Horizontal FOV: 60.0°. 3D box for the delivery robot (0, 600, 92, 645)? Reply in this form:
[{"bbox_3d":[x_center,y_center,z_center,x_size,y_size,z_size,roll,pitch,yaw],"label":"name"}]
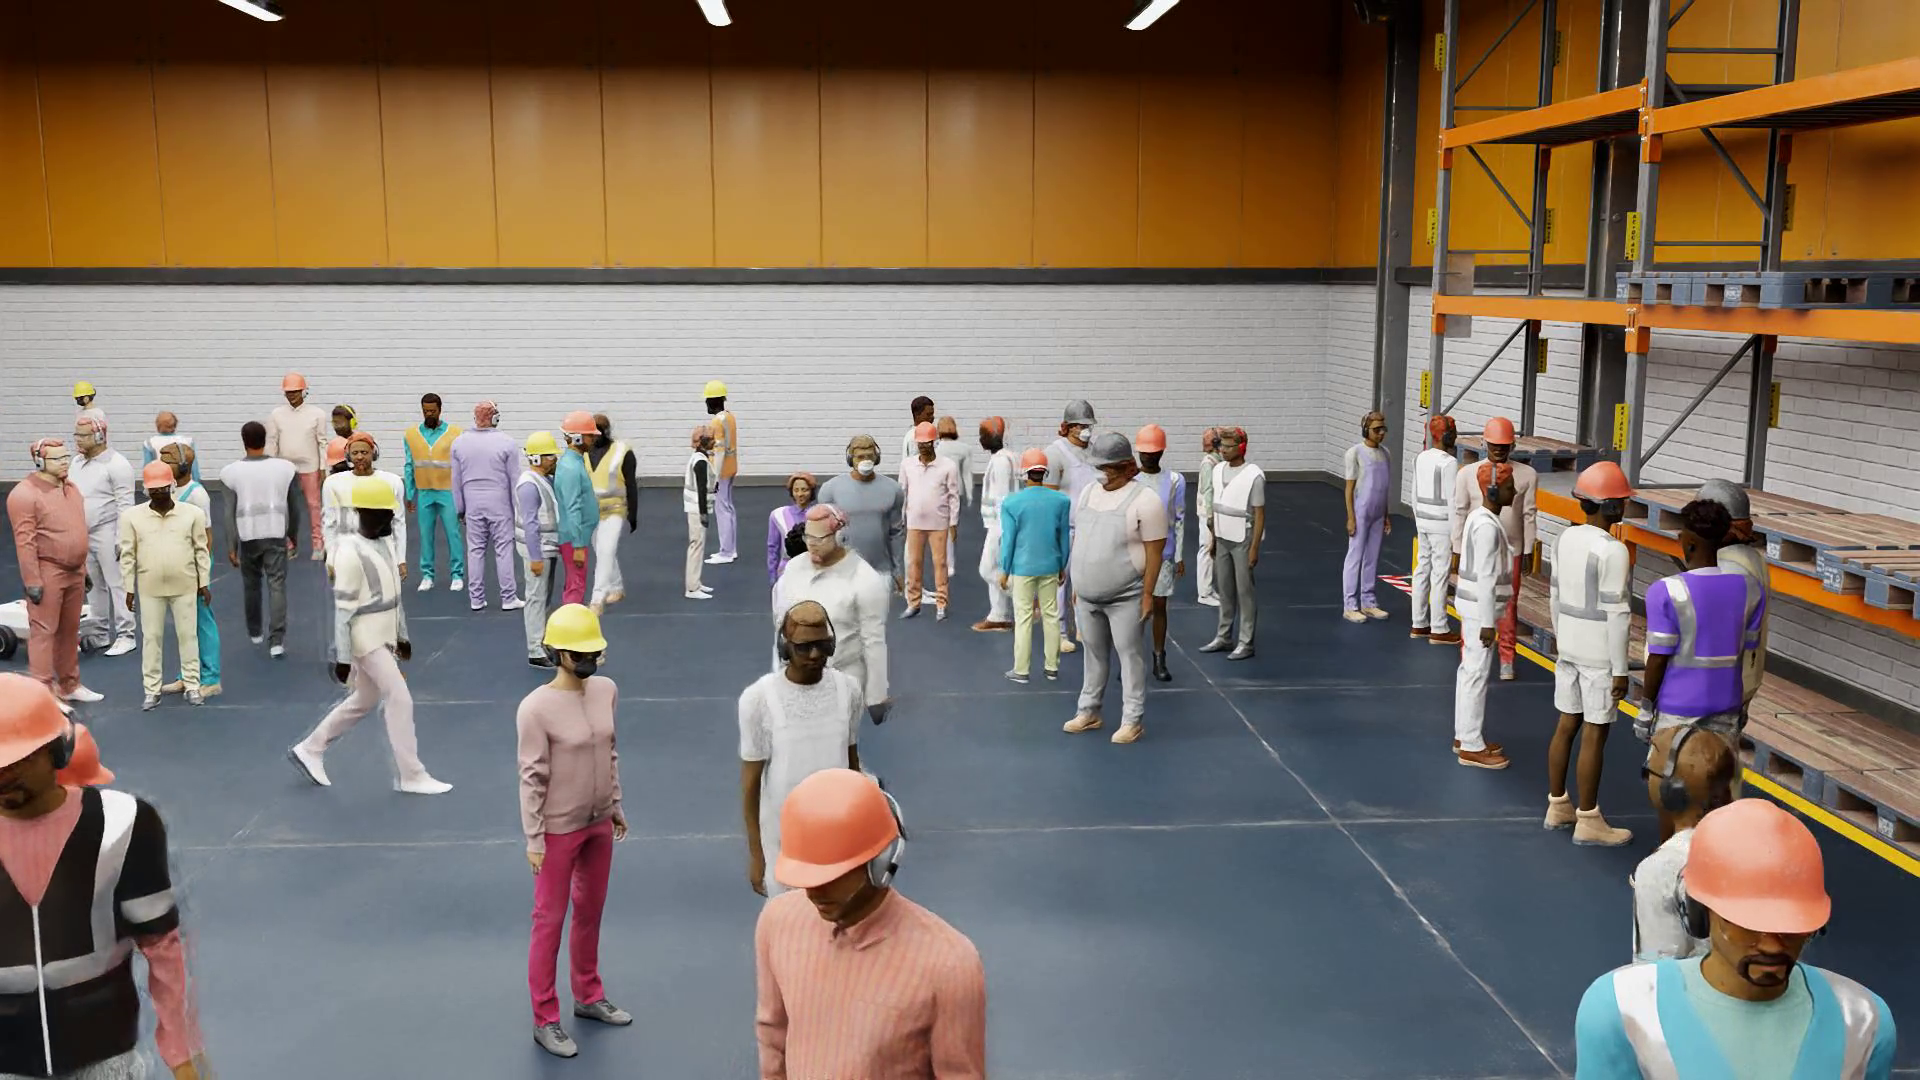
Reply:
[{"bbox_3d":[-7.237,0.615,13.154,0.707,0.478,0.477,3,10,21],"label":"delivery robot"}]

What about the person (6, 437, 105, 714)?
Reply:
[{"bbox_3d":[-6.269,0.239,11.575,0.403,1.911,0.637,1,9,7],"label":"person"}]

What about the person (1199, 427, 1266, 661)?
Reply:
[{"bbox_3d":[2.191,0.024,13.130,0.393,1.841,0.564,-5,10,-30],"label":"person"}]

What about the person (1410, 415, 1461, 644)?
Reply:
[{"bbox_3d":[3.937,-0.085,13.693,0.355,1.882,0.575,-3,10,-19],"label":"person"}]

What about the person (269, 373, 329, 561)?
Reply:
[{"bbox_3d":[-7.003,-0.769,17.630,0.611,1.995,0.375,-1,9,-5],"label":"person"}]

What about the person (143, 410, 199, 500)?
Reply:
[{"bbox_3d":[-8.261,-0.550,17.427,0.521,1.618,0.686,-2,9,-12],"label":"person"}]

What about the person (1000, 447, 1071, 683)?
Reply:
[{"bbox_3d":[0.549,0.186,12.388,0.563,1.752,0.328,-4,10,-22],"label":"person"}]

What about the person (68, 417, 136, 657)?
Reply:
[{"bbox_3d":[-6.871,-0.028,13.262,0.643,1.907,0.410,4,10,23],"label":"person"}]

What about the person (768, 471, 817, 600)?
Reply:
[{"bbox_3d":[-1.116,0.320,11.902,0.515,1.641,0.314,-1,9,-3],"label":"person"}]

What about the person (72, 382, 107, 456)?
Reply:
[{"bbox_3d":[-10.438,-1.021,19.967,0.526,1.761,0.339,5,10,30],"label":"person"}]

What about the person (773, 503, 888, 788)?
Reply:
[{"bbox_3d":[-0.636,0.725,8.614,0.650,1.875,0.754,7,12,38],"label":"person"}]

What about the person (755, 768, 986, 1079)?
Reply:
[{"bbox_3d":[-0.229,1.455,3.773,0.631,1.969,0.449,6,11,31],"label":"person"}]

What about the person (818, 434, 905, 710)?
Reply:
[{"bbox_3d":[-0.674,0.230,11.531,0.627,1.941,0.370,-3,10,-20],"label":"person"}]

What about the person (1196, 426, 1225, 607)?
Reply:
[{"bbox_3d":[2.323,-0.221,15.296,0.307,1.642,0.511,3,9,16],"label":"person"}]

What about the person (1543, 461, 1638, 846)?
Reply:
[{"bbox_3d":[3.385,0.602,8.872,0.375,2.043,0.611,-2,9,-12],"label":"person"}]

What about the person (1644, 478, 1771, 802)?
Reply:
[{"bbox_3d":[3.675,0.702,8.248,0.537,2.000,0.683,7,12,38],"label":"person"}]

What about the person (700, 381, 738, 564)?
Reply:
[{"bbox_3d":[-2.530,-0.709,17.469,0.374,1.924,0.594,1,9,5],"label":"person"}]

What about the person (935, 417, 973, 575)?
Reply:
[{"bbox_3d":[-0.155,-0.462,16.992,0.505,1.580,0.885,-3,10,-19],"label":"person"}]

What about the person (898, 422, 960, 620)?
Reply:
[{"bbox_3d":[-0.290,-0.168,14.607,0.572,1.750,0.330,2,9,14],"label":"person"}]

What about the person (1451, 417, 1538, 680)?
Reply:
[{"bbox_3d":[3.982,0.070,12.419,0.607,1.987,0.414,2,9,9],"label":"person"}]

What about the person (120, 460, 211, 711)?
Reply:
[{"bbox_3d":[-5.532,0.311,11.604,0.570,1.749,0.342,-4,10,-25],"label":"person"}]

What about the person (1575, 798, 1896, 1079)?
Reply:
[{"bbox_3d":[1.499,1.494,3.268,0.614,2.043,0.374,0,9,1],"label":"person"}]

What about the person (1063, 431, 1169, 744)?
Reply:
[{"bbox_3d":[0.967,0.296,10.802,0.673,2.000,0.536,8,12,42],"label":"person"}]

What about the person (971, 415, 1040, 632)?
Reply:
[{"bbox_3d":[0.389,-0.121,13.963,0.538,1.866,0.596,1,9,7],"label":"person"}]

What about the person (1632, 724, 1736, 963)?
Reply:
[{"bbox_3d":[2.054,1.400,4.639,0.506,1.802,0.973,-4,10,-22],"label":"person"}]

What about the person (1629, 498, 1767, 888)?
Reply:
[{"bbox_3d":[3.547,0.773,8.035,0.607,1.967,0.367,-2,9,-12],"label":"person"}]

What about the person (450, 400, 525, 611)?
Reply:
[{"bbox_3d":[-4.234,-0.306,15.003,0.652,1.906,0.403,1,9,6],"label":"person"}]

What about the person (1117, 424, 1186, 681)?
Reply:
[{"bbox_3d":[1.407,0.100,12.363,0.549,1.934,0.374,0,9,-1],"label":"person"}]

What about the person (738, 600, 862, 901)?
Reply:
[{"bbox_3d":[-0.573,1.127,6.251,0.502,1.826,0.568,-4,10,-22],"label":"person"}]

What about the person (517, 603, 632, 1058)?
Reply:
[{"bbox_3d":[-1.495,1.114,6.524,0.326,1.767,0.533,5,10,30],"label":"person"}]

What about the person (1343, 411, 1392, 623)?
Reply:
[{"bbox_3d":[3.578,-0.204,14.555,0.506,1.846,0.346,-6,11,-34],"label":"person"}]

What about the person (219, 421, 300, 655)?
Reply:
[{"bbox_3d":[-5.611,-0.024,13.394,0.589,1.861,1.033,-4,10,-23],"label":"person"}]

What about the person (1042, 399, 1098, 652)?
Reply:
[{"bbox_3d":[0.979,-0.125,13.442,0.689,2.000,0.539,-8,12,-42],"label":"person"}]

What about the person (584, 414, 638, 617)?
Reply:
[{"bbox_3d":[-3.233,-0.248,15.018,0.635,1.797,0.969,2,9,14],"label":"person"}]

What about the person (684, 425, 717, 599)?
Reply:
[{"bbox_3d":[-2.434,-0.265,15.638,0.321,1.628,0.529,-1,9,-7],"label":"person"}]

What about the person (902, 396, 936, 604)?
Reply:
[{"bbox_3d":[-0.388,-0.371,15.384,0.392,1.916,0.587,0,9,-2],"label":"person"}]

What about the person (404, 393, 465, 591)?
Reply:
[{"bbox_3d":[-5.021,-0.460,15.966,0.592,1.911,0.383,0,9,-2],"label":"person"}]

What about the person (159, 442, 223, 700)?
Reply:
[{"bbox_3d":[-5.533,0.219,11.898,0.506,1.846,0.344,7,11,35],"label":"person"}]

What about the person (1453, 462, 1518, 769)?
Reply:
[{"bbox_3d":[3.251,0.454,10.305,0.360,1.882,0.575,2,9,14],"label":"person"}]

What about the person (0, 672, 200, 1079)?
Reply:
[{"bbox_3d":[-2.372,1.331,4.408,0.648,2.033,0.494,-4,10,-23],"label":"person"}]

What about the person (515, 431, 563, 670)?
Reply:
[{"bbox_3d":[-3.218,0.071,12.859,0.404,1.835,0.590,0,9,-1],"label":"person"}]

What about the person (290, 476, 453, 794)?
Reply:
[{"bbox_3d":[-3.484,0.555,9.669,0.931,1.888,0.586,0,9,0],"label":"person"}]

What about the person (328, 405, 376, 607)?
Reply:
[{"bbox_3d":[-5.557,-0.307,15.171,0.573,1.859,0.398,3,10,20],"label":"person"}]

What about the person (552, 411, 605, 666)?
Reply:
[{"bbox_3d":[-2.952,-0.010,12.898,0.406,1.987,0.615,-2,9,-12],"label":"person"}]

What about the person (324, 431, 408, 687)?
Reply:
[{"bbox_3d":[-4.376,0.141,12.268,0.573,1.883,0.355,-3,10,-19],"label":"person"}]
